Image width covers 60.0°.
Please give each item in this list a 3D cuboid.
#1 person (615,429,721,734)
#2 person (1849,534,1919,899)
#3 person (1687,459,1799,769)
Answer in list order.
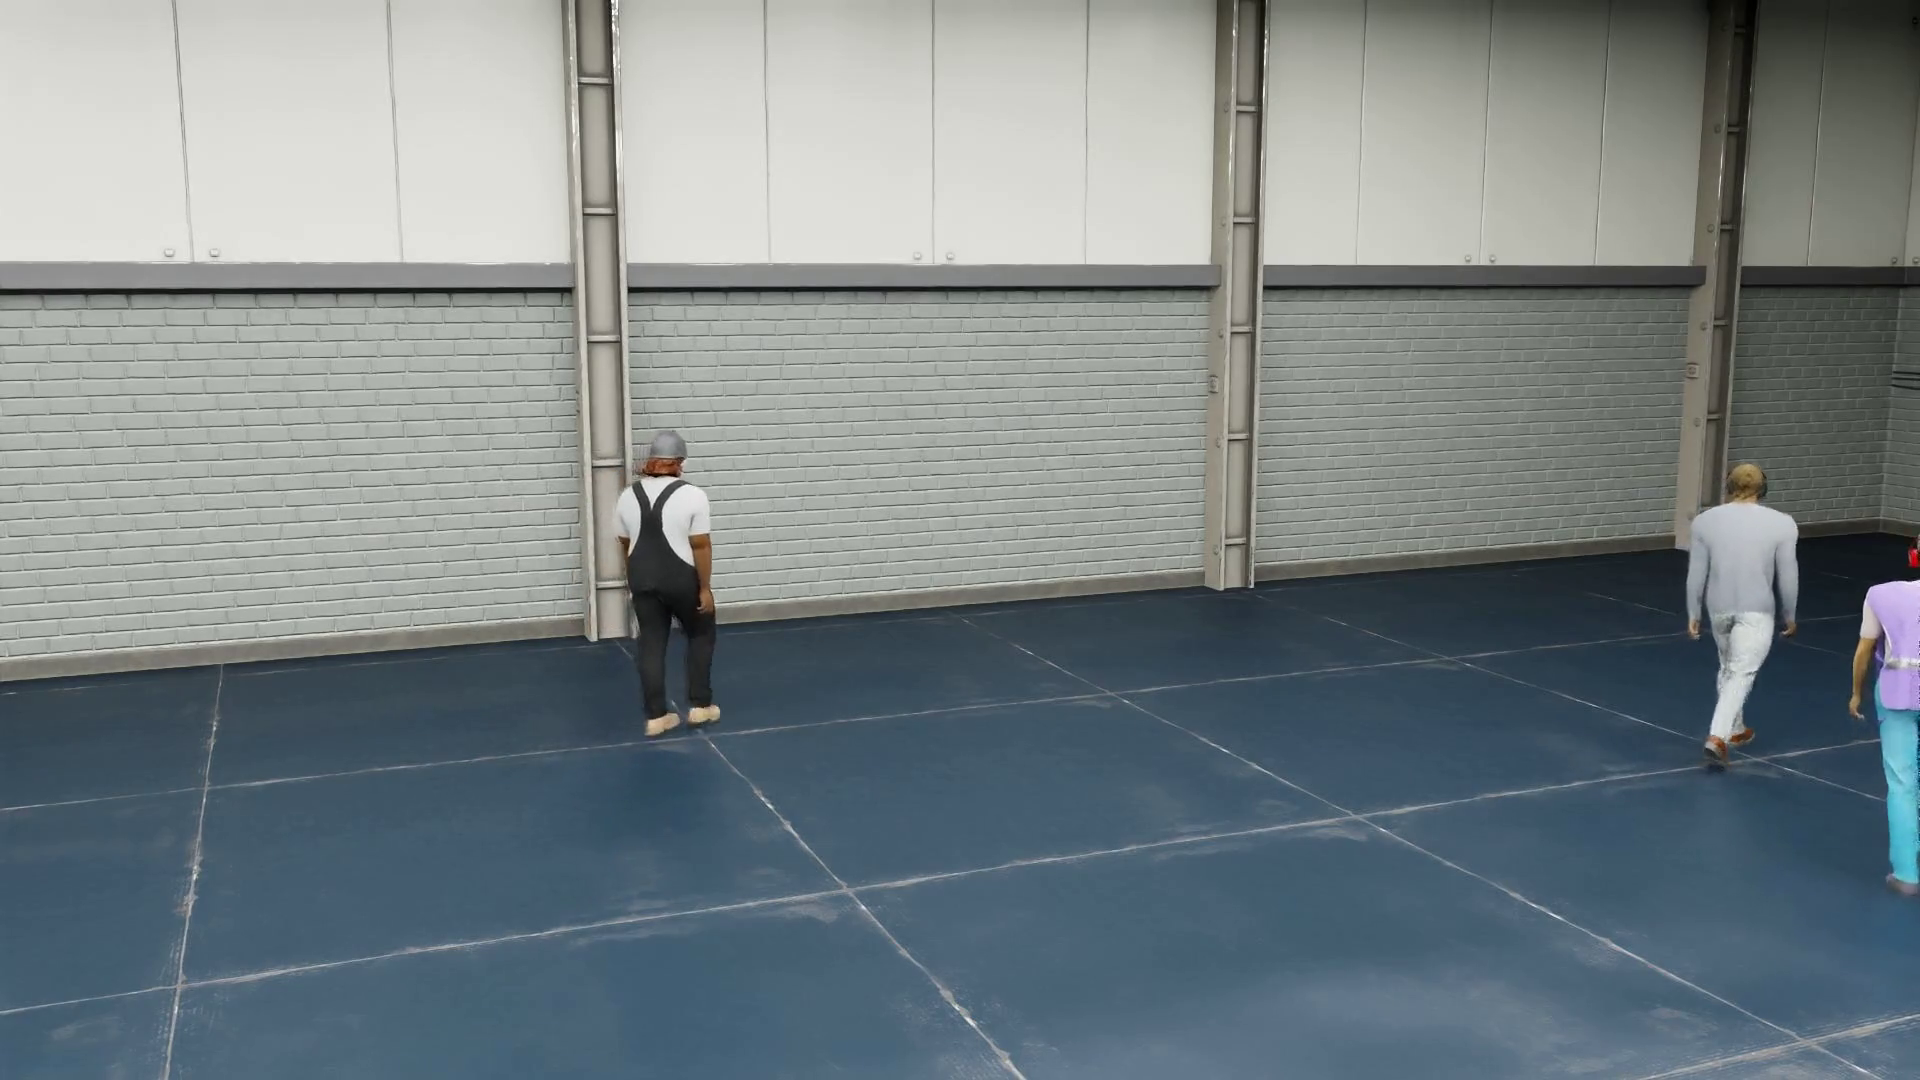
[{"bbox_3d":[-1.897,0.252,11.133,0.713,2.000,0.702,3,10,19],"label":"person"},{"bbox_3d":[4.811,0.822,8.370,0.571,1.781,1.003,3,10,19],"label":"person"},{"bbox_3d":[4.831,0.448,10.374,1.003,1.906,0.628,-9,12,-43],"label":"person"}]
